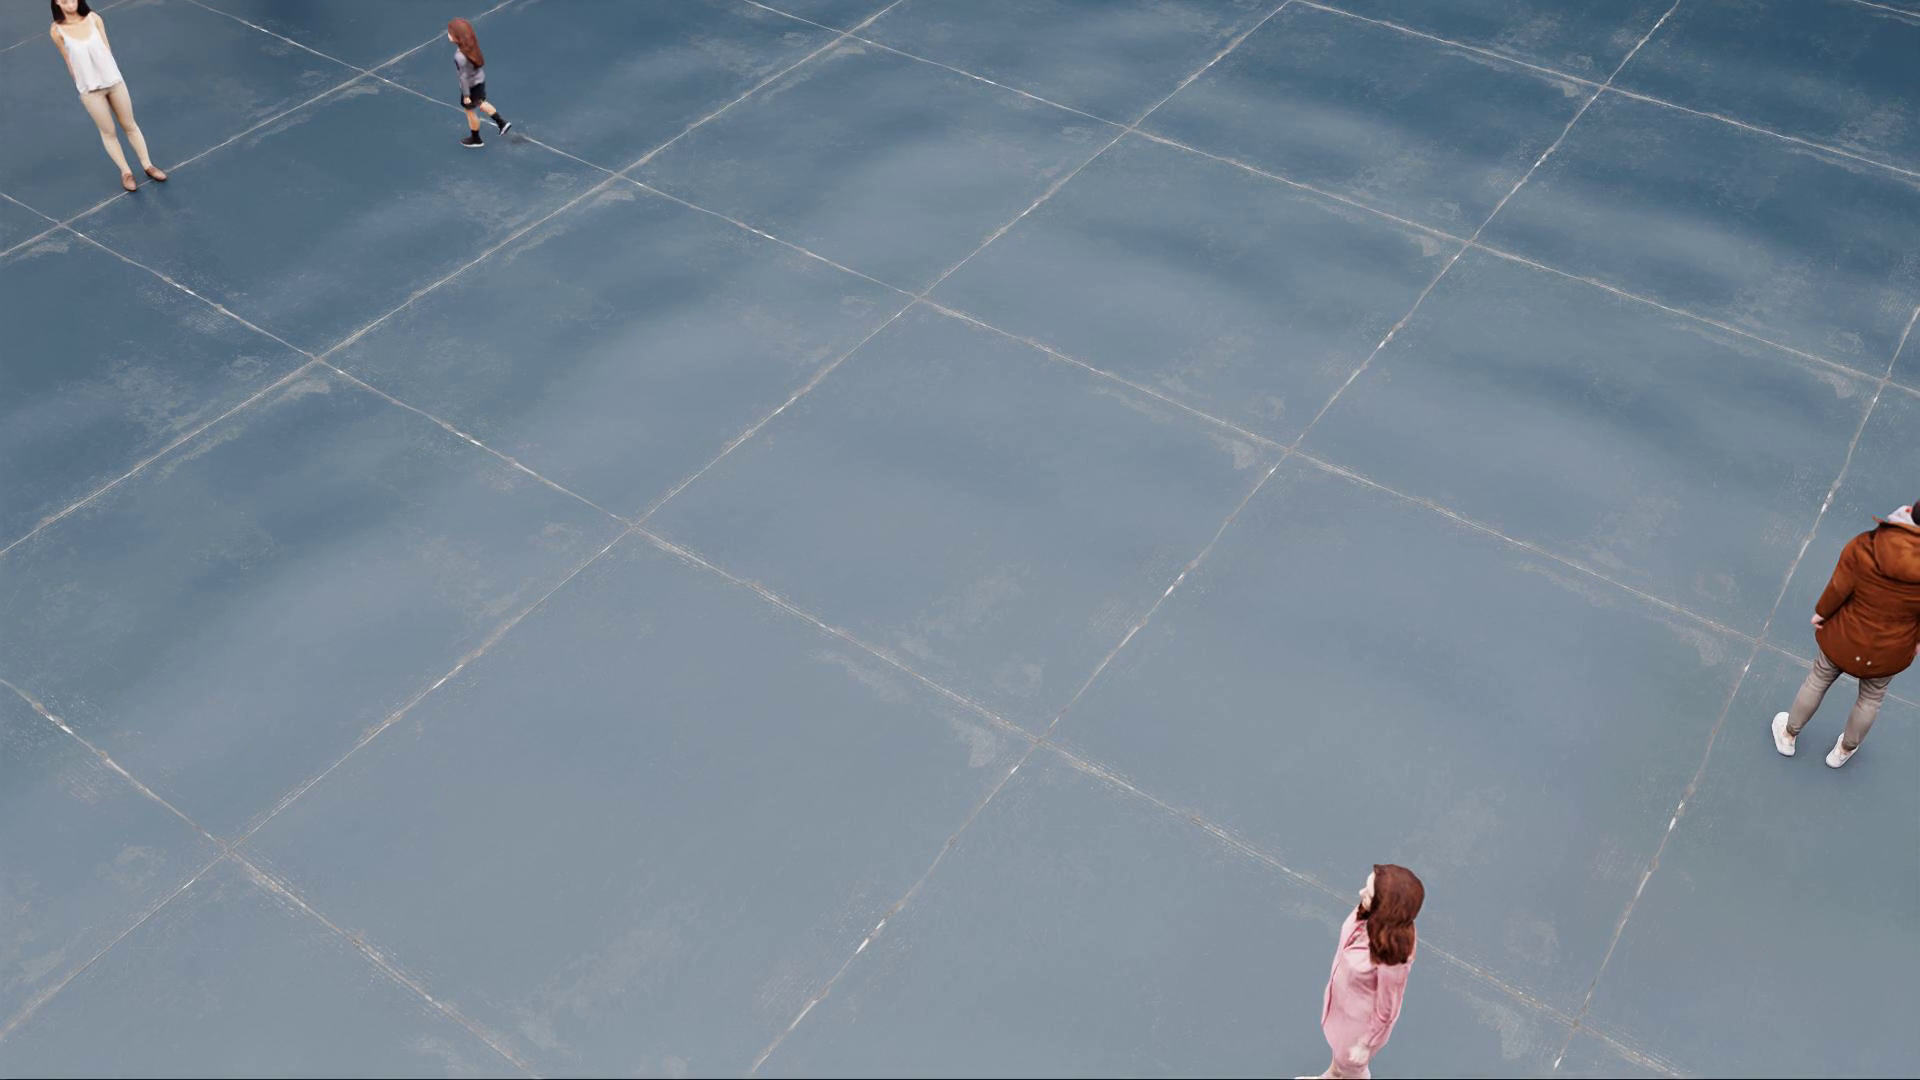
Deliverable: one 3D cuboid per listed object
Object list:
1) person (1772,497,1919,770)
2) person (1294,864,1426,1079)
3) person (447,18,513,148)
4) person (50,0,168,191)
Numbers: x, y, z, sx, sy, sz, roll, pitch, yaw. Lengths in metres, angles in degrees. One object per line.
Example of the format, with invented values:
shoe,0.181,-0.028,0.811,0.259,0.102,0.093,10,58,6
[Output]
person,4.593,0.458,8.380,0.679,1.839,0.806,19,46,19
person,1.658,1.910,6.851,0.708,1.803,0.692,0,43,0
person,-3.885,-3.680,13.354,0.738,1.098,0.650,3,43,3
person,-6.607,-3.506,12.761,0.584,1.652,0.649,26,49,25
